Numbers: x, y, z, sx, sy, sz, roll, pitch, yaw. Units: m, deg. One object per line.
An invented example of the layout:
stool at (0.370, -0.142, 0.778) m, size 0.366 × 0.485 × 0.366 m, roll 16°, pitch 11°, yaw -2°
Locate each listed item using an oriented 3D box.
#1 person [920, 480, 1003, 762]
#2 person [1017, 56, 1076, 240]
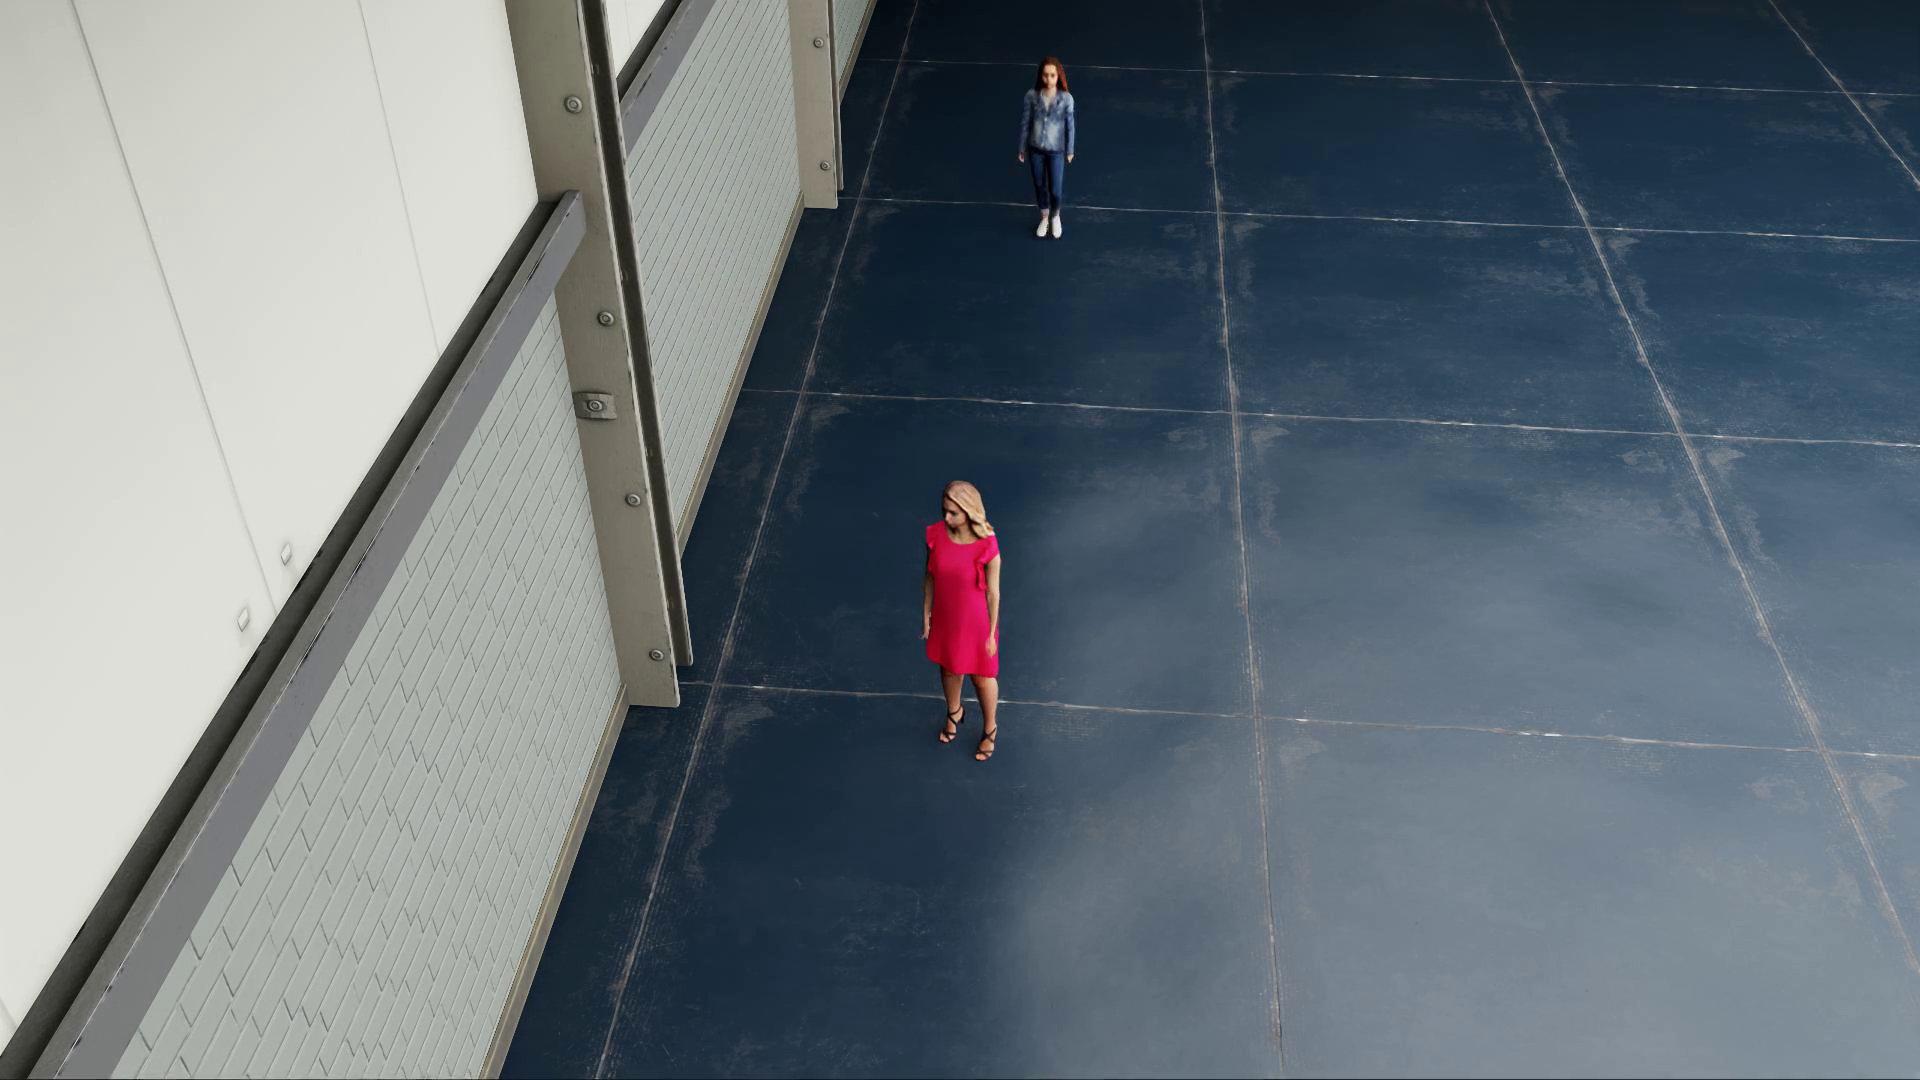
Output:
person at (0.031, 0.382, 8.427) m, size 0.670 × 1.724 × 0.668 m, roll 18°, pitch 41°, yaw 21°
person at (0.703, -3.113, 13.101) m, size 0.614 × 1.469 × 0.580 m, roll 11°, pitch 39°, yaw 13°
